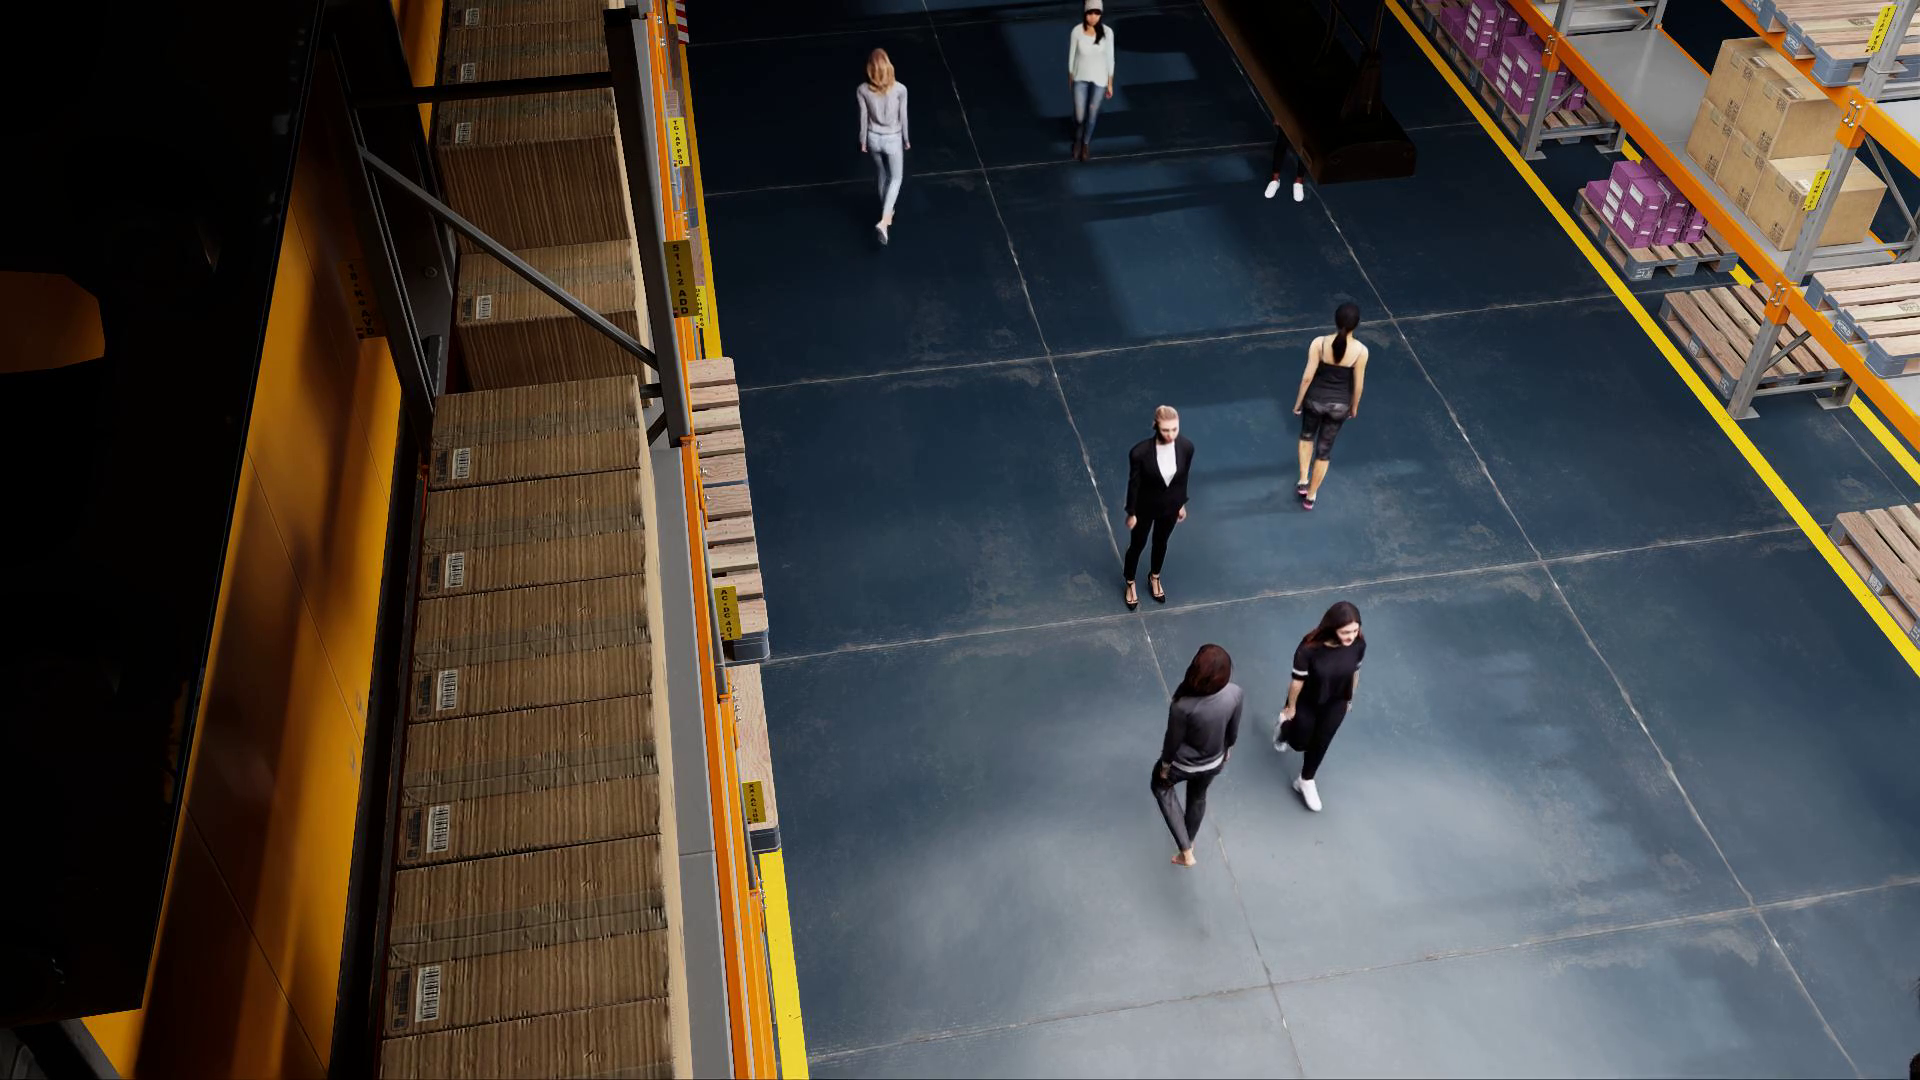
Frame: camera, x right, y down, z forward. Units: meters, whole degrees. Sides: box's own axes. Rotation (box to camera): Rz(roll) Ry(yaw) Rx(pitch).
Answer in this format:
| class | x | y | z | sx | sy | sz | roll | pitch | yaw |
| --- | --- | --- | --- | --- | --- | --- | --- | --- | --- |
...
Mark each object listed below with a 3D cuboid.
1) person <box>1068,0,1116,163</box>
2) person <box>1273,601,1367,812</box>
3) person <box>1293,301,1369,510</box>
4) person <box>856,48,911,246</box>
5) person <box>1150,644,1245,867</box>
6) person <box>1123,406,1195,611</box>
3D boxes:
| class | x | y | z | sx | sy | sz | roll | pitch | yaw |
| --- | --- | --- | --- | --- | --- | --- | --- | --- | --- |
| person | 1.220 | -4.346 | 15.591 | 0.618 | 1.636 | 0.620 | 1 | 44 | 1 |
| person | 2.142 | 0.923 | 10.066 | 0.647 | 1.628 | 0.859 | -11 | 45 | -11 |
| person | 2.614 | -0.913 | 11.926 | 0.707 | 1.722 | 0.722 | 10 | 45 | 11 |
| person | -0.659 | -3.404 | 14.503 | 0.822 | 1.774 | 1.101 | 5 | 44 | 6 |
| person | 1.382 | 1.303 | 9.574 | 0.661 | 1.757 | 0.732 | -12 | 45 | -12 |
| person | 1.318 | -0.225 | 11.215 | 0.621 | 1.706 | 0.549 | -10 | 44 | -10 |
